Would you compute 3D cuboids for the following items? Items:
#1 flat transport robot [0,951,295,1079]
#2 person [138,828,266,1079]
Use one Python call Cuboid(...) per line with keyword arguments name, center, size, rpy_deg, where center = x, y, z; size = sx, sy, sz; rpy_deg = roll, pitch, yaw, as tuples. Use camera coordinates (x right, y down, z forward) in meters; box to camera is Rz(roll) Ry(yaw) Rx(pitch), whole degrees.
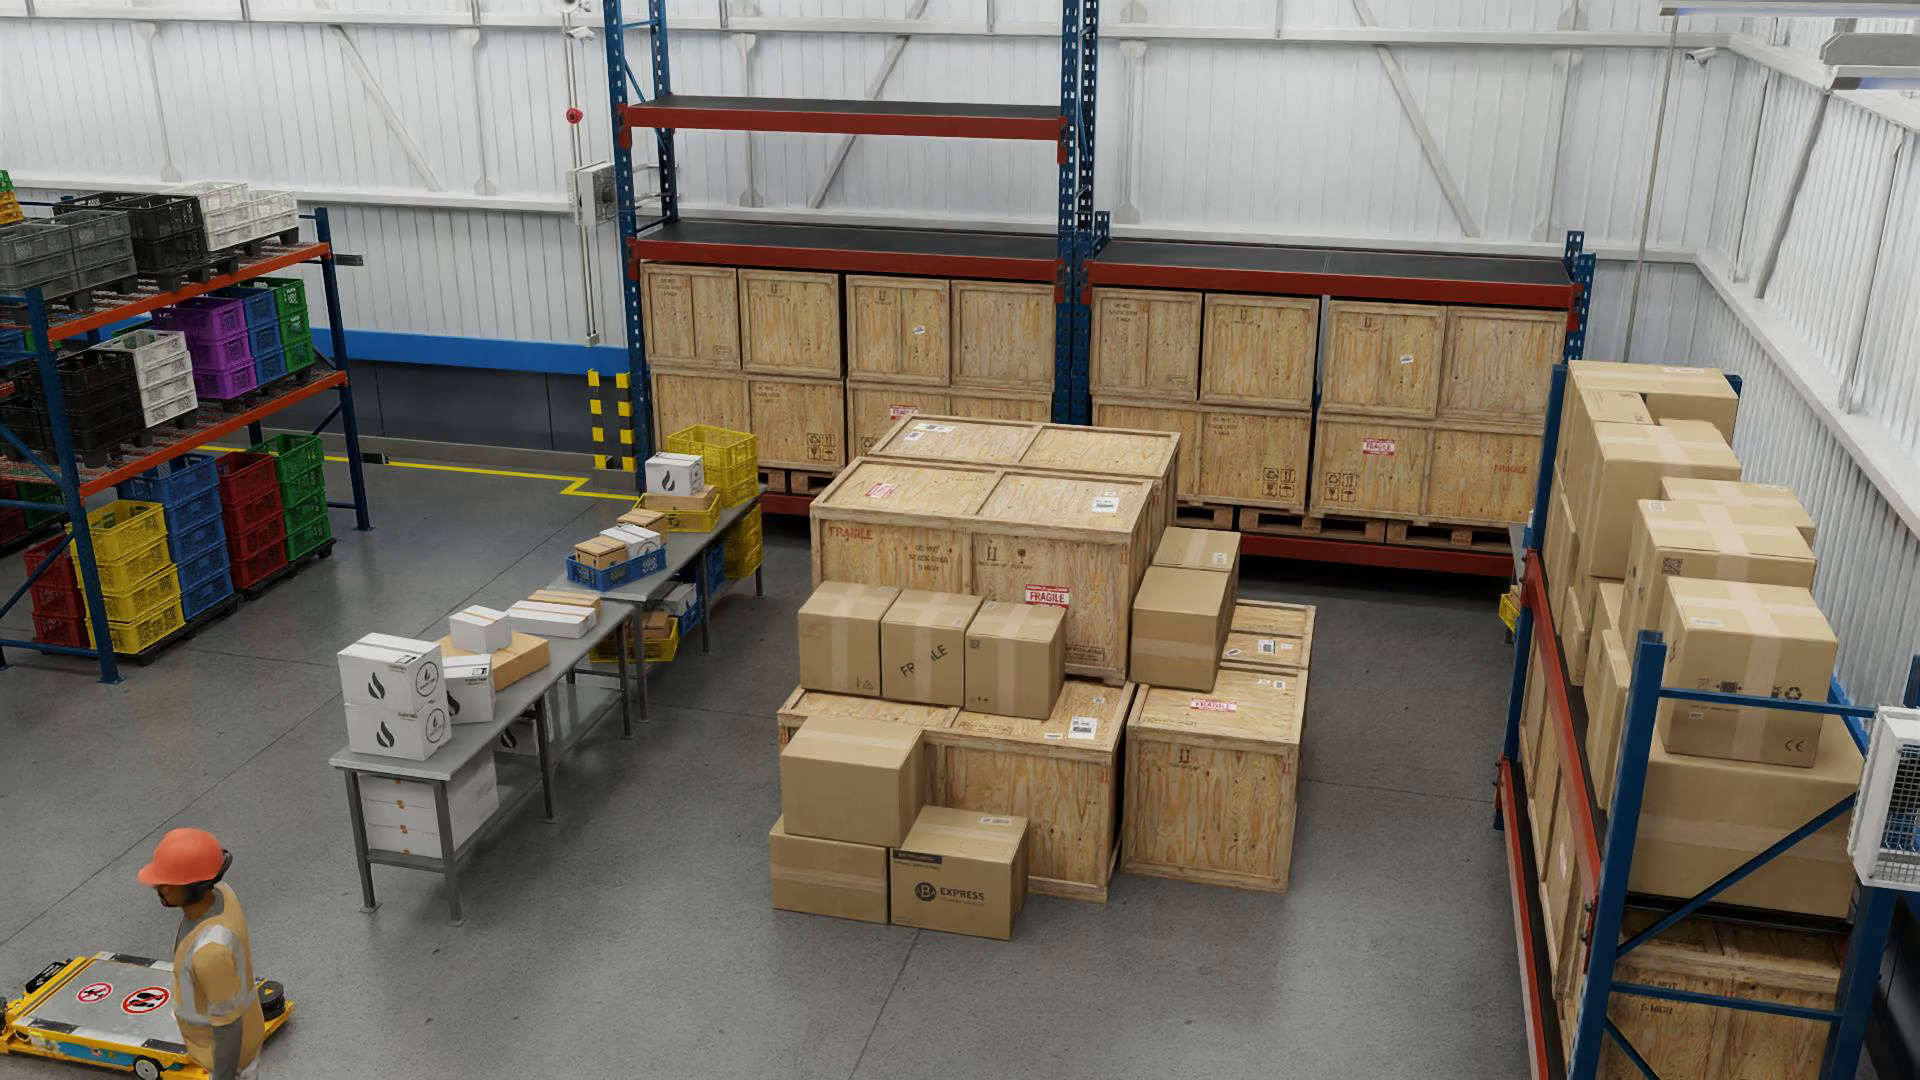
Cuboid(name="flat transport robot", center=(-4.270, 2.464, 8.601), size=(1.431, 0.231, 0.659), rpy_deg=(5, 22, 13))
Cuboid(name="person", center=(-3.127, 2.116, 7.022), size=(0.365, 2.048, 0.607), rpy_deg=(-10, 23, -24))
